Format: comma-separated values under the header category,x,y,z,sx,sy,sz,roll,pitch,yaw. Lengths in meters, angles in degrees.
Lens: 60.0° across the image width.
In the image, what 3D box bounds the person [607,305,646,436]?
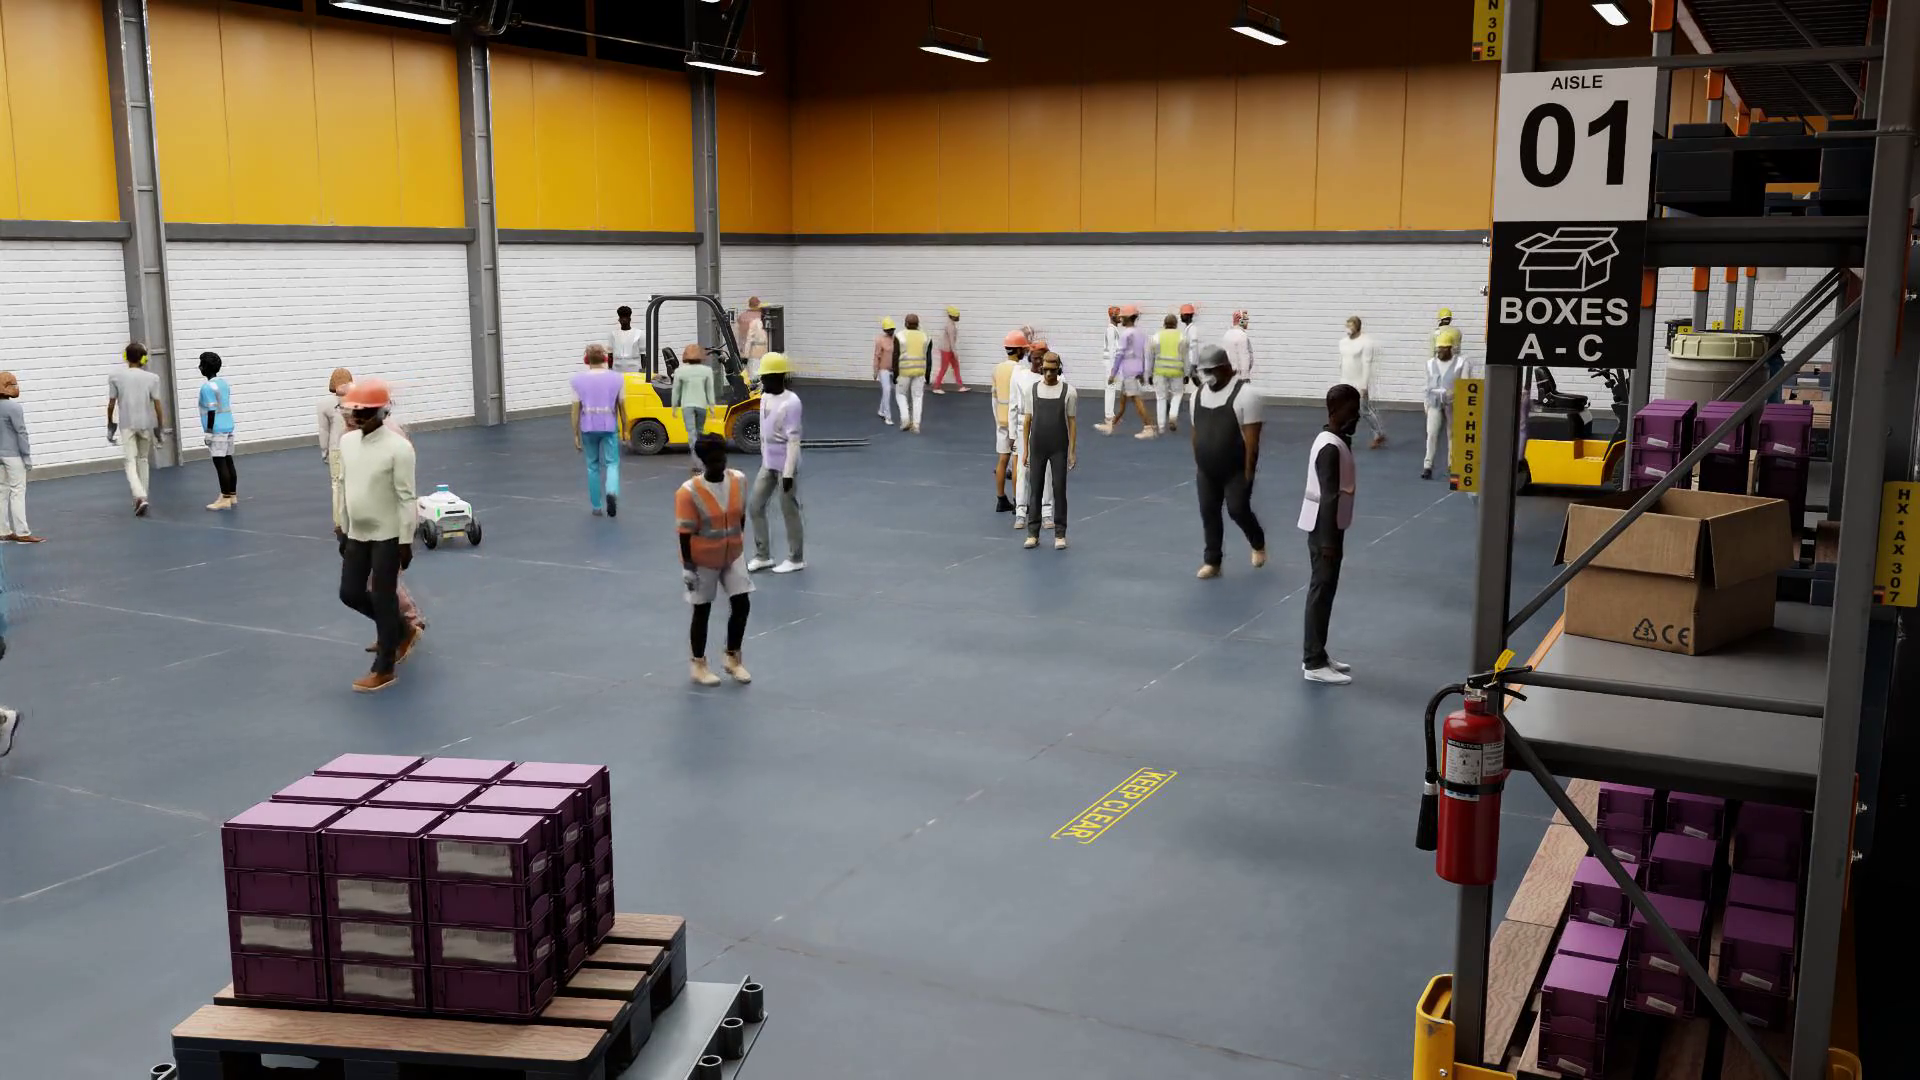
category,x,y,z,sx,sy,sz,roll,pitch,yaw
person,-5.011,-2.539,25.008,0.604,1.959,0.378,0,10,2

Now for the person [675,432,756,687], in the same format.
category,x,y,z,sx,sy,sz,roll,pitch,yaw
person,-1.552,0.129,10.433,0.559,1.649,0.527,-8,12,-38

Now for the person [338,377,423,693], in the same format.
category,x,y,z,sx,sy,sz,roll,pitch,yaw
person,-3.659,-0.048,10.513,0.639,1.980,0.574,5,11,28

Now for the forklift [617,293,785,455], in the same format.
category,x,y,z,sx,sy,sz,roll,pitch,yaw
forklift,-3.588,-2.317,23.042,2.313,2.155,1.214,-1,10,-5

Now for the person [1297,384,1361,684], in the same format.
category,x,y,z,sx,sy,sz,roll,pitch,yaw
person,2.376,-0.050,10.728,0.389,1.915,0.590,2,10,14

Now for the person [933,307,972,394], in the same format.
category,x,y,z,sx,sy,sz,roll,pitch,yaw
person,-0.160,-3.670,32.290,0.775,1.701,0.567,2,10,12

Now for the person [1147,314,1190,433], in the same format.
category,x,y,z,sx,sy,sz,roll,pitch,yaw
person,3.181,-2.532,25.361,0.658,1.822,0.452,2,10,10

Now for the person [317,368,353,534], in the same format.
category,x,y,z,sx,sy,sz,roll,pitch,yaw
person,-5.987,-0.863,16.242,0.500,1.636,0.281,-3,10,-15

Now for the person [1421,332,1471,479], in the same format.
category,x,y,z,sx,sy,sz,roll,pitch,yaw
person,5.942,-1.647,20.366,0.599,1.789,0.923,6,11,30

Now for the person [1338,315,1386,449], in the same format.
category,x,y,z,sx,sy,sz,roll,pitch,yaw
person,5.535,-2.176,23.114,1.003,1.902,0.639,-6,12,-32

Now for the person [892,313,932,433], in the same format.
category,x,y,z,sx,sy,sz,roll,pitch,yaw
person,-0.747,-2.552,25.472,0.659,1.826,0.498,-3,10,-18

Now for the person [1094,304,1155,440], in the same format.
category,x,y,z,sx,sy,sz,roll,pitch,yaw
person,2.459,-2.485,24.609,1.057,1.985,0.629,6,11,31

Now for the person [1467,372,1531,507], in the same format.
category,x,y,z,sx,sy,sz,roll,pitch,yaw
person,4.952,-0.819,15.445,0.638,1.823,0.709,7,12,36

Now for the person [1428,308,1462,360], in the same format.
category,x,y,z,sx,sy,sz,roll,pitch,yaw
person,8.059,-2.950,27.756,0.590,1.833,0.404,-3,10,-17

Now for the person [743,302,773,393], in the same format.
category,x,y,z,sx,sy,sz,roll,pitch,yaw
person,-3.557,-3.240,29.324,0.406,1.878,0.761,7,12,37

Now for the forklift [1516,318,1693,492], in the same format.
category,x,y,z,sx,sy,sz,roll,pitch,yaw
forklift,7.066,-1.601,18.899,2.313,2.155,1.214,5,11,27

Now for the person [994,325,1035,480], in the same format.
category,x,y,z,sx,sy,sz,roll,pitch,yaw
person,0.723,-1.652,20.127,0.950,1.860,0.680,-6,11,-31

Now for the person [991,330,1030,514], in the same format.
category,x,y,z,sx,sy,sz,roll,pitch,yaw
person,0.575,-1.241,17.551,0.365,1.939,0.542,-8,13,-39

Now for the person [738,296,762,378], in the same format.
category,x,y,z,sx,sy,sz,roll,pitch,yaw
person,-3.962,-3.756,32.209,0.643,1.909,0.410,-1,10,-4

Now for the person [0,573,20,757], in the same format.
category,x,y,z,sx,sy,sz,roll,pitch,yaw
person,-5.109,0.465,8.579,0.531,1.620,0.543,2,10,13

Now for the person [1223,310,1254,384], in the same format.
category,x,y,z,sx,sy,sz,roll,pitch,yaw
person,4.143,-2.450,24.650,0.410,1.909,0.643,-3,10,-15

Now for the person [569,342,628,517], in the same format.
category,x,y,z,sx,sy,sz,roll,pitch,yaw
person,-3.723,-1.123,17.189,0.578,1.830,0.695,-2,10,-14

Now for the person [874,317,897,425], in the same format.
category,x,y,z,sx,sy,sz,roll,pitch,yaw
person,-1.183,-2.741,26.875,0.591,1.725,0.715,-8,13,-39

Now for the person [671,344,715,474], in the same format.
category,x,y,z,sx,sy,sz,roll,pitch,yaw
person,-3.378,-1.655,20.910,0.523,1.592,0.801,-4,11,-24

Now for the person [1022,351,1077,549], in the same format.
category,x,y,z,sx,sy,sz,roll,pitch,yaw
person,0.828,-0.830,15.454,0.505,1.844,0.346,2,10,10

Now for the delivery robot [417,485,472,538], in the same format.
category,x,y,z,sx,sy,sz,roll,pitch,yaw
delivery robot,-4.877,-0.279,15.715,0.477,0.478,0.707,-6,12,-33

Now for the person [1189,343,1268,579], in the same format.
category,x,y,z,sx,sy,sz,roll,pitch,yaw
person,2.257,-0.689,14.065,0.696,2.000,0.732,8,13,39

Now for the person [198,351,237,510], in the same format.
category,x,y,z,sx,sy,sz,roll,pitch,yaw
person,-7.967,-1.169,17.835,0.322,1.697,0.533,-1,10,-5

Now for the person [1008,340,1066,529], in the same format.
category,x,y,z,sx,sy,sz,roll,pitch,yaw
person,0.767,-1.046,16.587,0.574,1.882,0.355,0,10,-1

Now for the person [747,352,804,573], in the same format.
category,x,y,z,sx,sy,sz,roll,pitch,yaw
person,-1.618,-0.640,14.149,0.695,1.904,0.628,-7,12,-37

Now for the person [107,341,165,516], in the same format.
category,x,y,z,sx,sy,sz,roll,pitch,yaw
person,-8.688,-1.175,17.513,0.544,1.832,0.795,-7,12,-35

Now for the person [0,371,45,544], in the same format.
category,x,y,z,sx,sy,sz,roll,pitch,yaw
person,-8.986,-0.776,15.740,0.498,1.634,0.281,4,11,24

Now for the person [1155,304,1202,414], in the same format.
category,x,y,z,sx,sy,sz,roll,pitch,yaw
person,3.860,-3.083,28.387,1.009,1.880,0.563,0,10,1

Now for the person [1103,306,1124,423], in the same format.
category,x,y,z,sx,sy,sz,roll,pitch,yaw
person,2.490,-2.832,26.927,0.353,1.883,0.577,1,10,5

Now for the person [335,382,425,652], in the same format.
category,x,y,z,sx,sy,sz,roll,pitch,yaw
person,-4.018,-0.148,11.413,0.674,1.873,0.437,7,12,37
